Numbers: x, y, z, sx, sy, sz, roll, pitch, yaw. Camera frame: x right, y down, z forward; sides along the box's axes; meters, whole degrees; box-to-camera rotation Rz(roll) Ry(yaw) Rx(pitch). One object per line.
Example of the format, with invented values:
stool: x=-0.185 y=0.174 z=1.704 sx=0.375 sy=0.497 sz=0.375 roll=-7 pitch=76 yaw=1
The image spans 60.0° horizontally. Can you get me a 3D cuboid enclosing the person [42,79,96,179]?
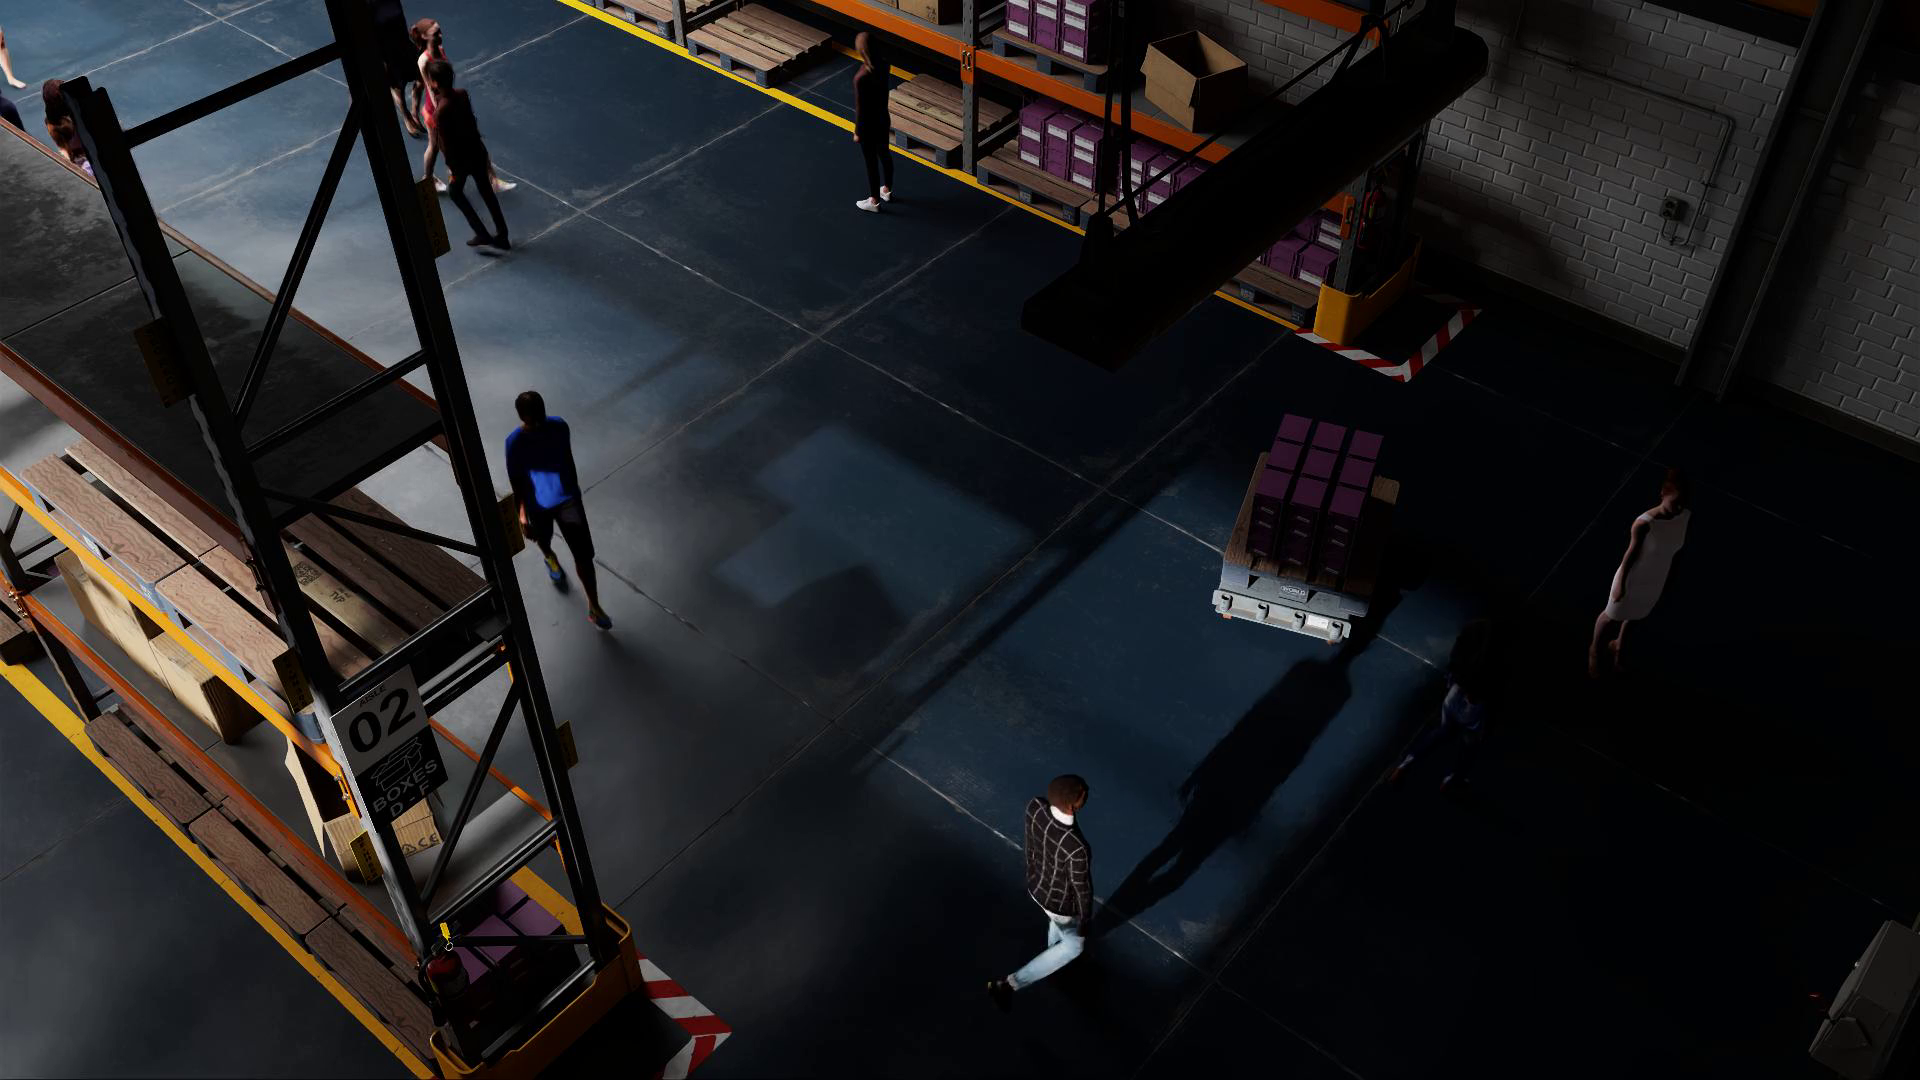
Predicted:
person: x=-7.358 y=-3.115 z=14.241 sx=1.109 sy=1.741 sz=0.605 roll=31 pitch=52 yaw=29

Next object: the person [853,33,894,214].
person: x=-0.769 y=-3.747 z=14.931 sx=0.524 sy=1.704 sz=0.618 roll=26 pitch=50 yaw=25

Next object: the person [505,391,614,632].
person: x=-2.802 y=-0.306 z=11.240 sx=0.910 sy=1.813 sz=1.306 roll=-23 pitch=48 yaw=-22

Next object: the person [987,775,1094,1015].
person: x=0.454 y=1.925 z=8.908 sx=0.944 sy=1.801 sz=1.018 roll=-21 pitch=48 yaw=-21

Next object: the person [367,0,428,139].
person: x=-5.435 y=-4.655 z=15.863 sx=0.642 sy=1.733 sz=0.630 roll=32 pitch=52 yaw=29

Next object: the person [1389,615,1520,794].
person: x=2.987 y=1.041 z=9.973 sx=0.911 sy=1.612 sz=0.926 roll=-17 pitch=46 yaw=-17

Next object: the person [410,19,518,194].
person: x=-4.751 y=-3.876 z=15.068 sx=1.216 sy=1.703 sz=0.833 roll=14 pitch=45 yaw=14

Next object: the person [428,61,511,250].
person: x=-4.225 y=-3.294 z=14.419 sx=0.737 sy=1.754 sz=0.729 roll=18 pitch=47 yaw=18

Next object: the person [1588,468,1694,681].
person: x=4.370 y=0.241 z=10.681 sx=0.631 sy=1.792 sz=0.667 roll=-8 pitch=44 yaw=-9
